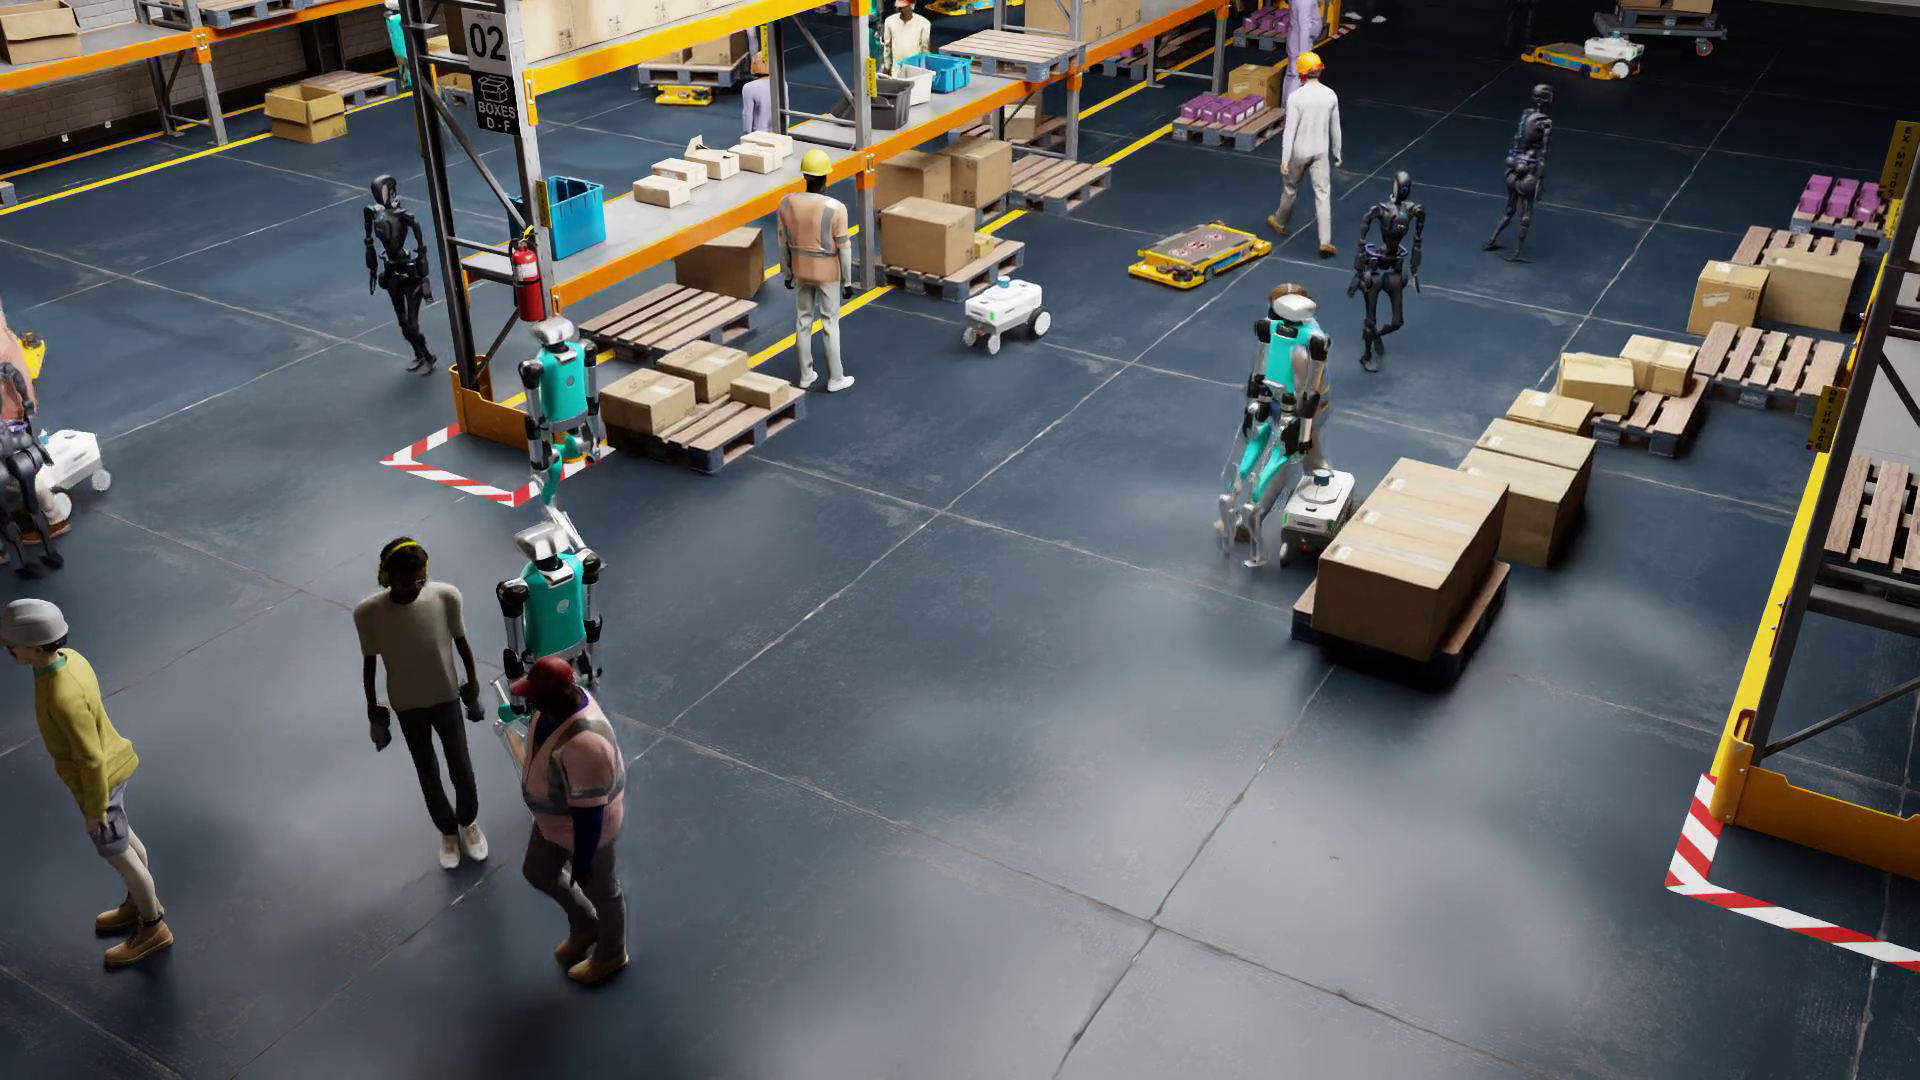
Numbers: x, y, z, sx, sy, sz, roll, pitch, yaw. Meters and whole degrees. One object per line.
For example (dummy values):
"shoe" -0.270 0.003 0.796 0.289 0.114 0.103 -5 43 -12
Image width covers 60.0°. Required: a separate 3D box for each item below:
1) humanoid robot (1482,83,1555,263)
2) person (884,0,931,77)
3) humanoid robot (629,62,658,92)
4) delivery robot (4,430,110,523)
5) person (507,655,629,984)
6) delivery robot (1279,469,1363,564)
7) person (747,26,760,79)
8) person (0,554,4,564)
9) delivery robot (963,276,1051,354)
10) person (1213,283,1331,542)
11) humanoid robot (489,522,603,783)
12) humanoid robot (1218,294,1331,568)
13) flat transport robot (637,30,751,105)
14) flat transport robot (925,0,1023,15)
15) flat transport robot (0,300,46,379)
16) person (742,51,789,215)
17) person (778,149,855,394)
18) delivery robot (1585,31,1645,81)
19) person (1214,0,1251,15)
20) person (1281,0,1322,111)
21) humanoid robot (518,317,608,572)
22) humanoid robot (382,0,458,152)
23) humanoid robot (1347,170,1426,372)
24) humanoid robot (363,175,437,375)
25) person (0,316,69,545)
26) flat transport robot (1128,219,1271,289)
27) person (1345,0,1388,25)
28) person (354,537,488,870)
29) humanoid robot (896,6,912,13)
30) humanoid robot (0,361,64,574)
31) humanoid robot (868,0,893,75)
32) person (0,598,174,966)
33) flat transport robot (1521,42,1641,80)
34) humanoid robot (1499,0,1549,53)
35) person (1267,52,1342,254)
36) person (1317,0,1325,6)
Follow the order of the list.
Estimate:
"humanoid robot" 5.288 -3.464 15.635 0.390 1.642 0.590 -5 30 -10
"person" -0.606 -5.453 19.095 0.564 1.736 0.413 7 30 13
"humanoid robot" -4.006 -6.551 21.053 0.567 1.789 0.876 9 31 15
"delivery robot" -6.280 -0.467 11.459 0.499 0.576 0.768 8 30 13
"person" -1.703 1.232 7.265 0.475 1.738 0.651 -17 34 -28
"delivery robot" 2.367 -0.182 10.986 0.499 0.607 0.808 12 32 20
"person" -2.819 -6.955 21.560 0.485 1.935 0.448 1 30 2
"person" -6.580 -0.521 10.161 0.599 1.936 0.988 26 38 38
"delivery robot" 0.382 -1.935 14.091 0.499 0.611 0.809 23 37 35
"person" 2.127 -0.815 10.852 0.795 1.792 0.647 7 30 12
"humanoid robot" -2.108 0.608 8.239 0.735 1.677 0.533 25 38 37
"humanoid robot" 1.893 -0.622 10.592 0.780 1.815 0.535 -23 37 -35
"flat transport robot" -3.362 -5.821 21.238 0.659 0.231 1.431 4 30 7
"flat transport robot" 0.217 -8.310 25.641 1.431 0.231 0.659 -21 36 -33
"flat transport robot" -8.215 -1.396 13.411 1.431 0.231 0.659 -11 31 -18
"person" -1.955 -4.113 16.836 0.497 1.626 0.284 -17 34 -27
"person" -1.106 -2.084 12.944 0.591 1.924 0.382 11 31 18
"delivery robot" 8.647 -6.425 22.005 0.783 0.584 0.499 24 37 36
"person" 4.115 -8.635 24.746 0.837 1.718 0.575 -19 35 -30
"person" 4.041 -5.824 19.585 0.403 1.904 0.643 1 30 2
"humanoid robot" -2.626 -0.640 10.612 1.020 1.755 0.541 25 38 37
"humanoid robot" -5.968 -5.162 18.700 0.764 1.894 0.543 -24 37 -36
"humanoid robot" 3.396 -2.190 13.382 0.598 1.641 0.435 -6 30 -11
"humanoid robot" -4.453 -2.126 13.270 0.599 1.639 0.370 10 31 17
"person" -6.188 -0.849 10.759 0.390 1.934 0.708 -15 33 -25
"flat transport robot" 2.281 -2.706 15.729 0.659 0.231 1.431 24 37 36
"person" 6.095 -8.529 24.465 0.558 1.799 0.929 -25 38 -37
"person" -2.548 0.803 7.913 0.532 1.847 0.448 -8 31 -14
"humanoid robot" -0.857 -8.218 24.060 0.583 1.635 0.554 -2 30 -4
"humanoid robot" -6.045 -0.543 10.479 0.340 1.649 0.583 20 35 31
"humanoid robot" -0.955 -6.268 20.521 0.531 1.770 0.739 26 38 38
"person" -3.863 1.069 7.406 0.396 1.892 0.474 -14 32 -23
"flat transport robot" 8.332 -6.437 22.329 0.659 0.231 1.431 -19 34 -30
"humanoid robot" 7.800 -7.542 22.845 0.609 1.648 0.381 -2 30 -3
"person" 3.373 -3.714 15.953 0.640 1.831 1.053 -4 30 -7
"person" 5.721 -9.171 25.567 0.431 1.844 0.623 14 32 23
